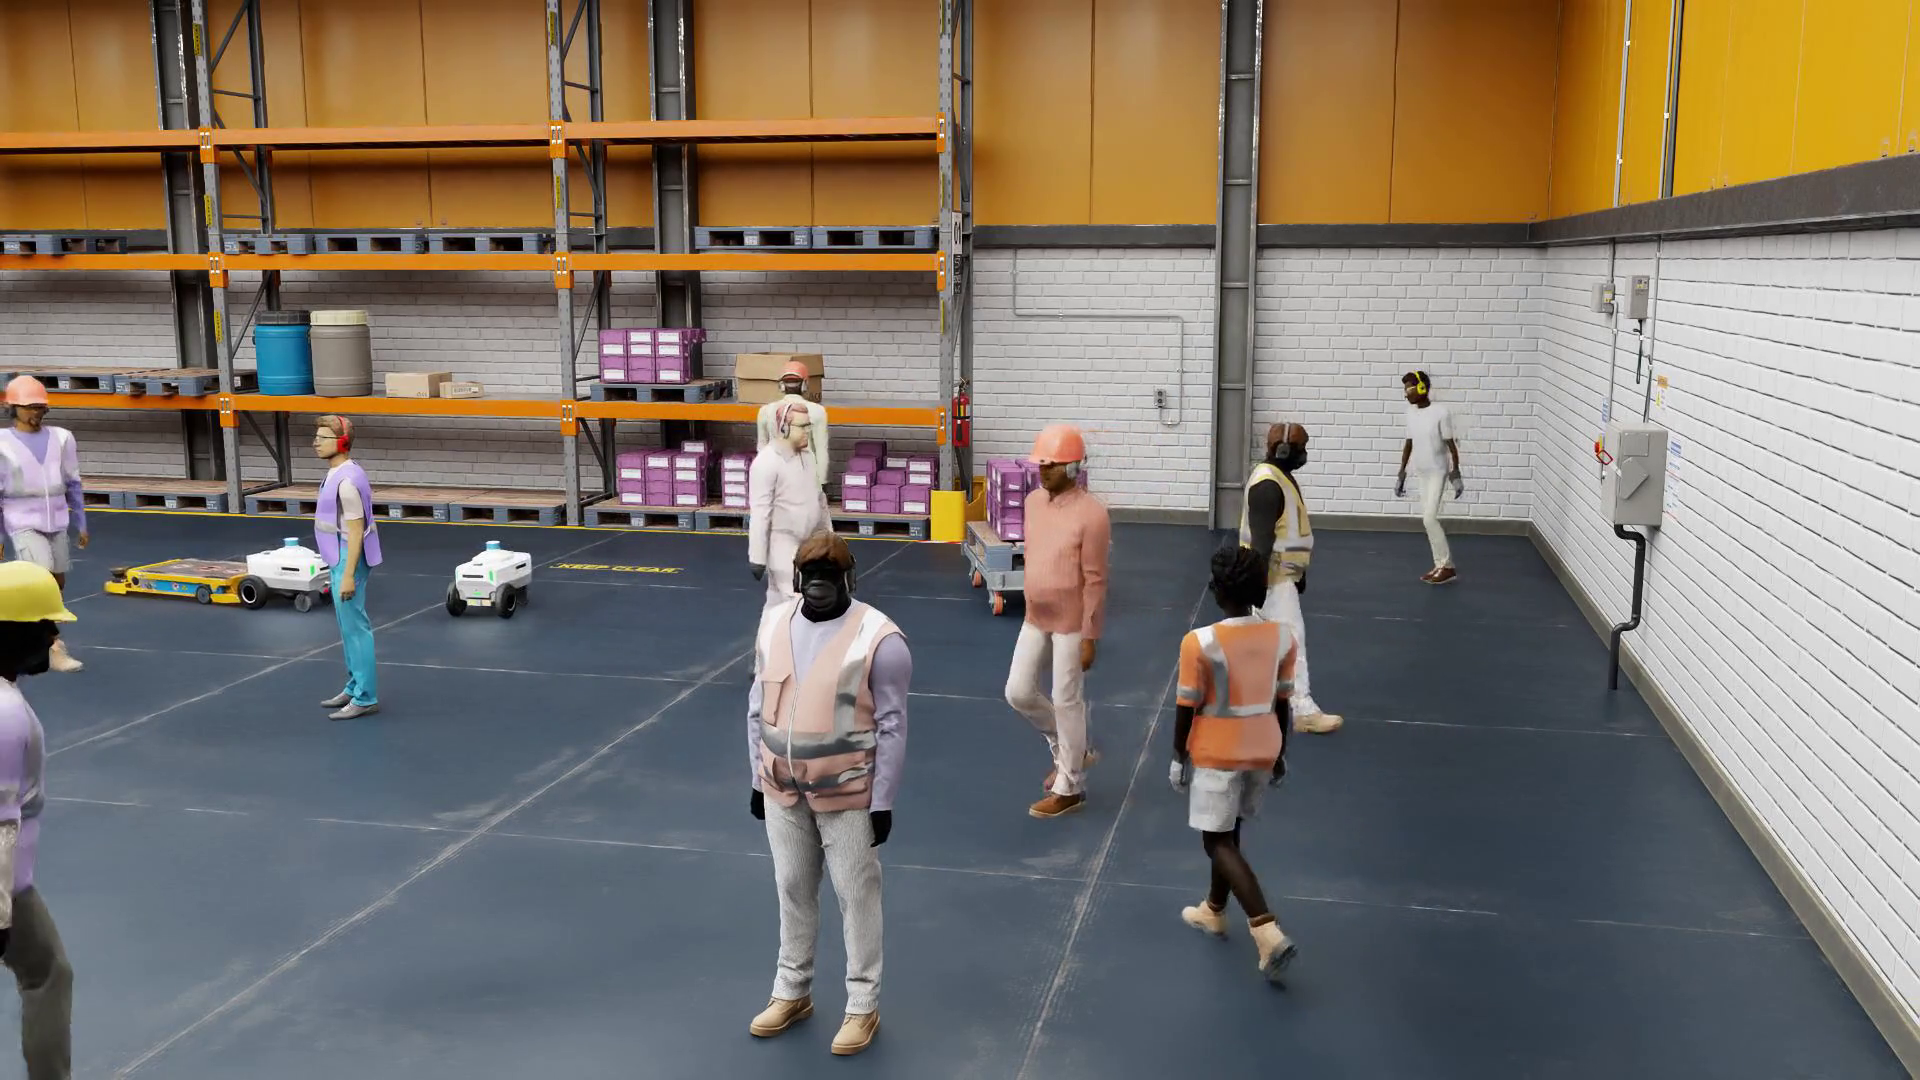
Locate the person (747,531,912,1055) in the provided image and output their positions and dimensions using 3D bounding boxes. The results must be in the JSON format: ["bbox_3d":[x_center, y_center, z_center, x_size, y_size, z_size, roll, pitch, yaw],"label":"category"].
[{"bbox_3d":[-0.487,0.880,5.875,0.627,1.847,0.429,5,11,26],"label":"person"}]

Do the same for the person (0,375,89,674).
[{"bbox_3d":[-6.316,-0.125,11.331,0.905,2.016,0.618,6,12,34],"label":"person"}]

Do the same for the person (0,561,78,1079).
[{"bbox_3d":[-3.040,1.011,4.999,0.604,1.883,0.812,9,13,44],"label":"person"}]

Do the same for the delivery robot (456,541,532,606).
[{"bbox_3d":[-3.674,0.252,13.129,0.477,0.478,0.707,2,10,12],"label":"delivery robot"}]

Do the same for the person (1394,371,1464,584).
[{"bbox_3d":[4.058,-0.541,14.339,0.507,1.823,0.559,-5,11,-26],"label":"person"}]

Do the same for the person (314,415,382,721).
[{"bbox_3d":[-3.725,0.159,10.125,0.383,1.849,0.570,-5,11,-26],"label":"person"}]

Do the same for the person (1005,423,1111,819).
[{"bbox_3d":[0.483,0.404,8.263,0.430,1.982,0.627,-7,12,-36],"label":"person"}]

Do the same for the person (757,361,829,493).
[{"bbox_3d":[-1.357,-0.478,13.621,0.626,1.959,0.543,1,10,4],"label":"person"}]

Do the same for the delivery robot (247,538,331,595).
[{"bbox_3d":[-5.321,0.226,13.281,0.707,0.478,0.477,4,10,21],"label":"delivery robot"}]

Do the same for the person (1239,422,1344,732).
[{"bbox_3d":[2.003,0.217,9.848,0.713,1.822,0.660,3,10,17],"label":"person"}]

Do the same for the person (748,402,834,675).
[{"bbox_3d":[-0.999,0.056,10.694,0.890,1.872,0.668,3,10,19],"label":"person"}]

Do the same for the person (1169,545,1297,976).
[{"bbox_3d":[1.106,0.857,6.540,0.536,1.672,0.778,-5,11,-26],"label":"person"}]

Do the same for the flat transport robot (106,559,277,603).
[{"bbox_3d":[-6.289,0.326,13.804,1.431,0.197,0.652,4,10,21],"label":"flat transport robot"}]
